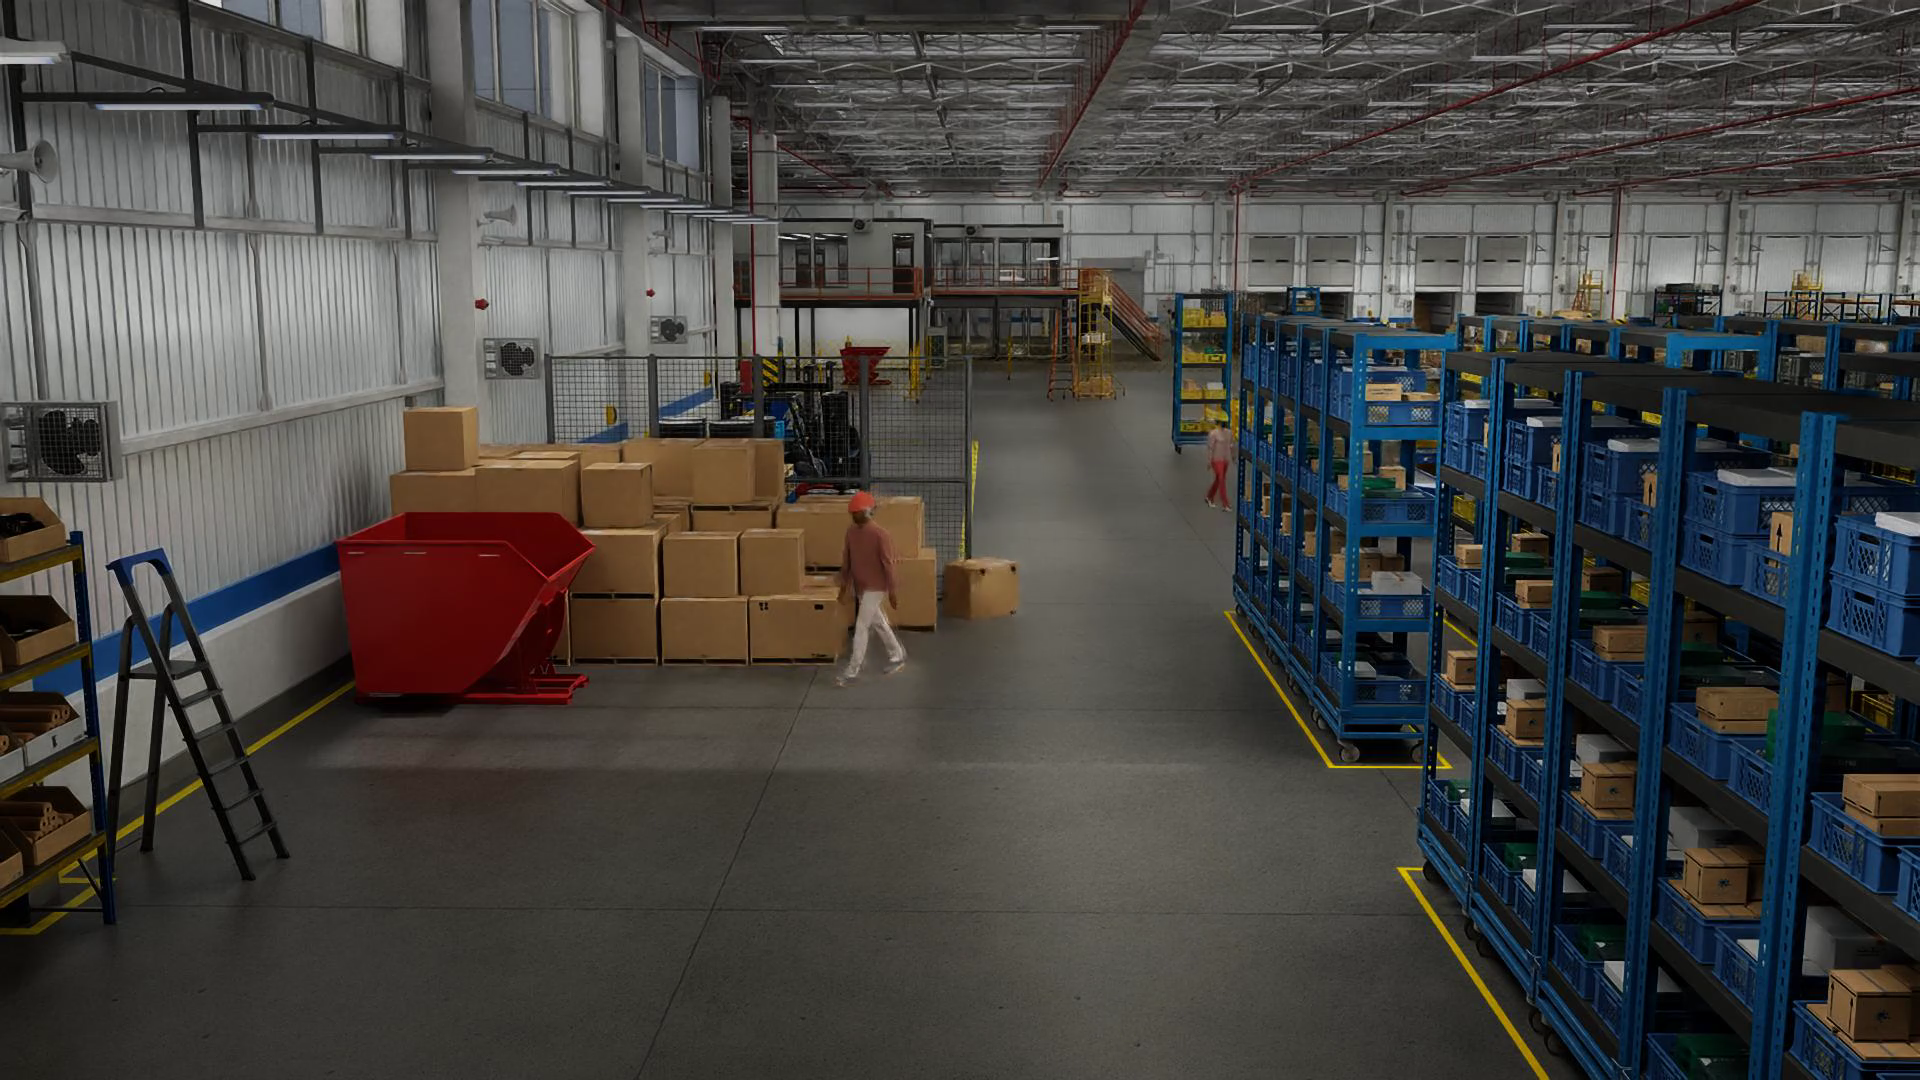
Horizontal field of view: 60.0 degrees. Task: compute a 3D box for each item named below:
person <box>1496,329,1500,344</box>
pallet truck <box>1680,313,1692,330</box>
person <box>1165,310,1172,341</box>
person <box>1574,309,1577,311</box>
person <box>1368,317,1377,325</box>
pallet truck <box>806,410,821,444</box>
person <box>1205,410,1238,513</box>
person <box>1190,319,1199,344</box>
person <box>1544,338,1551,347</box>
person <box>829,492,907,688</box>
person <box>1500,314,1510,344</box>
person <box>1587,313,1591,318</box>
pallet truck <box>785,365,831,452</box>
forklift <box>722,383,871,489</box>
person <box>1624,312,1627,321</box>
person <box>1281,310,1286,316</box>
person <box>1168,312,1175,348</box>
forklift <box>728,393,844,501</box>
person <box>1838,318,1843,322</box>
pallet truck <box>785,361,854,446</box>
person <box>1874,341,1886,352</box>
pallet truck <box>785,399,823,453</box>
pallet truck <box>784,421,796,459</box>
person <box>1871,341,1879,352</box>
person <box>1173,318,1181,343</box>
[{"bbox_3d":[24.825,-9.329,77.092,0.568,1.917,0.567,-3,10,-18],"label":"person"},{"bbox_3d":[36.315,-10.531,84.244,0.823,1.965,1.885,-6,11,-33],"label":"pallet truck"},{"bbox_3d":[12.254,-12.470,96.711,0.892,1.829,0.573,-6,11,-33],"label":"person"},{"bbox_3d":[34.288,-11.899,92.849,0.346,1.942,0.546,2,10,14],"label":"person"},{"bbox_3d":[19.903,-9.839,80.316,0.584,1.883,0.337,1,9,5],"label":"person"},{"bbox_3d":[-3.559,-2.018,33.905,1.522,1.261,0.704,0,9,-1],"label":"pallet truck"},{"bbox_3d":[4.459,-1.372,28.551,0.521,1.729,0.875,-6,11,-33],"label":"person"},{"bbox_3d":[13.164,-11.894,92.868,0.617,1.924,0.654,4,10,21],"label":"person"},{"bbox_3d":[19.941,-5.935,56.398,0.403,1.833,0.590,8,12,42],"label":"person"},{"bbox_3d":[-0.895,0.467,16.632,1.070,1.936,0.588,-8,12,-40],"label":"person"},{"bbox_3d":[28.239,-10.803,86.381,0.576,1.854,0.858,6,11,33],"label":"person"},{"bbox_3d":[32.281,-10.691,85.472,0.584,1.918,0.376,9,13,43],"label":"person"},{"bbox_3d":[-3.774,-2.976,37.635,1.885,1.965,0.823,1,9,5],"label":"pallet truck"},{"bbox_3d":[-2.893,-1.687,28.729,2.680,1.987,1.157,0,9,-1],"label":"forklift"},{"bbox_3d":[36.552,-11.646,91.430,0.695,1.897,0.595,5,10,29],"label":"person"},{"bbox_3d":[18.232,-12.064,94.100,0.996,1.876,0.604,9,13,43],"label":"person"},{"bbox_3d":[11.348,-11.139,88.238,0.376,1.916,0.600,-4,10,-25],"label":"person"},{"bbox_3d":[-2.979,-1.316,26.476,2.680,1.987,1.157,0,9,1],"label":"forklift"},{"bbox_3d":[41.324,-9.478,78.141,0.532,1.869,0.311,4,10,25],"label":"person"},{"bbox_3d":[-3.410,-3.193,38.978,1.885,1.965,0.823,0,9,-1],"label":"pallet truck"},{"bbox_3d":[32.122,-6.210,58.042,0.984,1.855,0.640,7,12,38],"label":"person"},{"bbox_3d":[-3.814,-2.432,36.419,1.630,1.274,0.653,0,9,1],"label":"pallet truck"},{"bbox_3d":[-4.013,-1.793,32.705,1.601,1.201,0.680,0,9,1],"label":"pallet truck"},{"bbox_3d":[35.237,-7.227,64.030,0.661,1.950,0.608,1,9,6],"label":"person"},{"bbox_3d":[10.527,-9.832,80.397,0.517,1.843,0.325,-7,11,-36],"label":"person"}]
